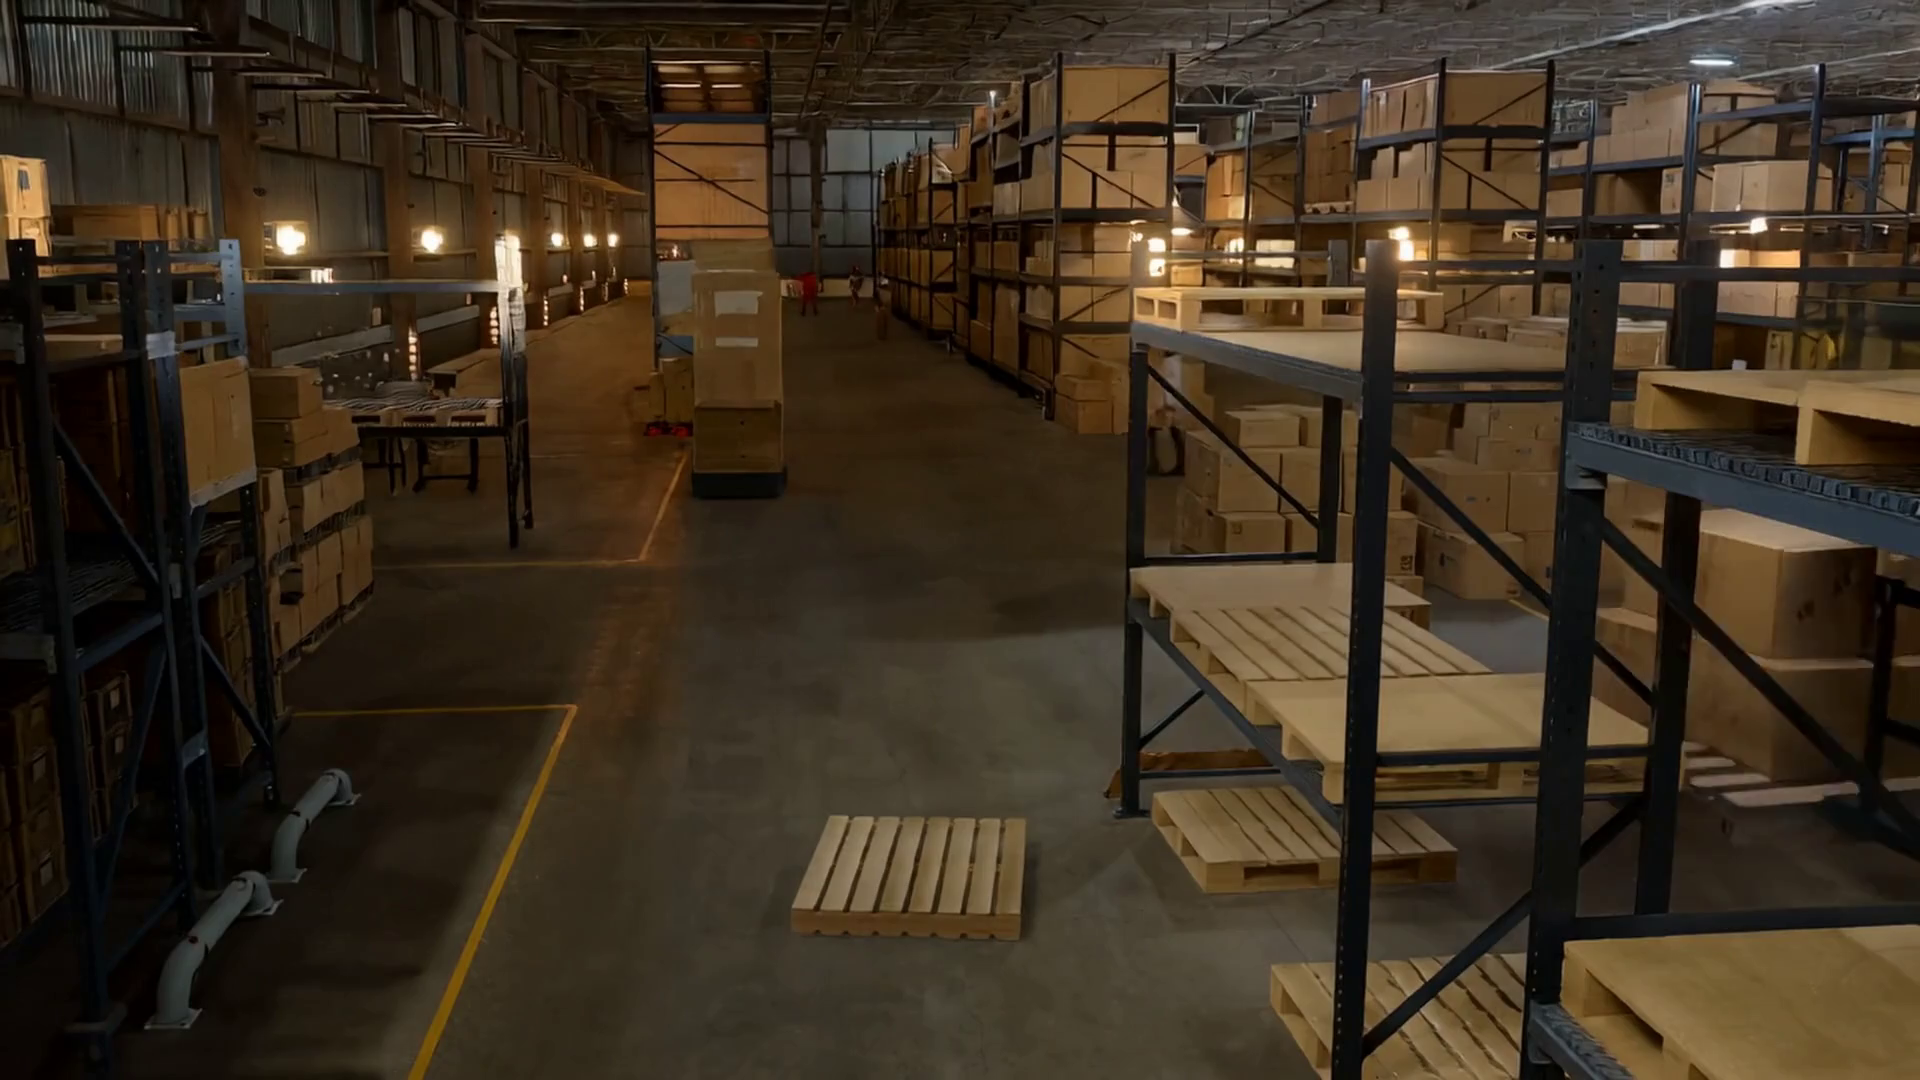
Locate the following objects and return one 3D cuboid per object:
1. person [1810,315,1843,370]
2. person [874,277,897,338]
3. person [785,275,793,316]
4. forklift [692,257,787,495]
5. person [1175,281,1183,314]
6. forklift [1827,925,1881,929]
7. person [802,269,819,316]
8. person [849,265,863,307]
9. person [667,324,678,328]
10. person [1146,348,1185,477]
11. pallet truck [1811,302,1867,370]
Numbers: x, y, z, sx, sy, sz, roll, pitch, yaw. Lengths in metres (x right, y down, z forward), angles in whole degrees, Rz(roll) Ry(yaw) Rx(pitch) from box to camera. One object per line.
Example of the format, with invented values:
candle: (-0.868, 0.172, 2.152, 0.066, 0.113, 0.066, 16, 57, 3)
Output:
person: (13.129, -2.460, 25.260, 0.397, 1.911, 0.587, 10, 14, 43)
person: (-2.284, -7.190, 51.548, 0.692, 1.876, 0.815, -2, 10, -12)
person: (-6.889, -9.838, 66.934, 0.321, 1.628, 0.530, -1, 10, -4)
forklift: (-2.703, -2.040, 20.235, 1.129, 2.768, 1.873, -1, 10, -6)
person: (6.539, -6.777, 49.404, 0.462, 1.825, 0.571, 0, 10, -2)
forklift: (4.481, 0.505, 6.135, 1.129, 2.768, 1.873, -2, 11, -13)
person: (-6.024, -9.952, 66.893, 0.709, 1.880, 0.811, 2, 10, 8)
person: (-4.709, -11.470, 75.263, 0.641, 1.888, 1.011, 0, 10, -1)
person: (-7.482, -5.703, 43.814, 0.535, 1.697, 0.318, -8, 13, -37)
person: (2.581, -1.758, 21.344, 0.782, 1.905, 0.572, 5, 11, 26)
pallet truck: (15.846, -3.142, 28.793, 1.885, 1.965, 0.823, 2, 10, 12)
